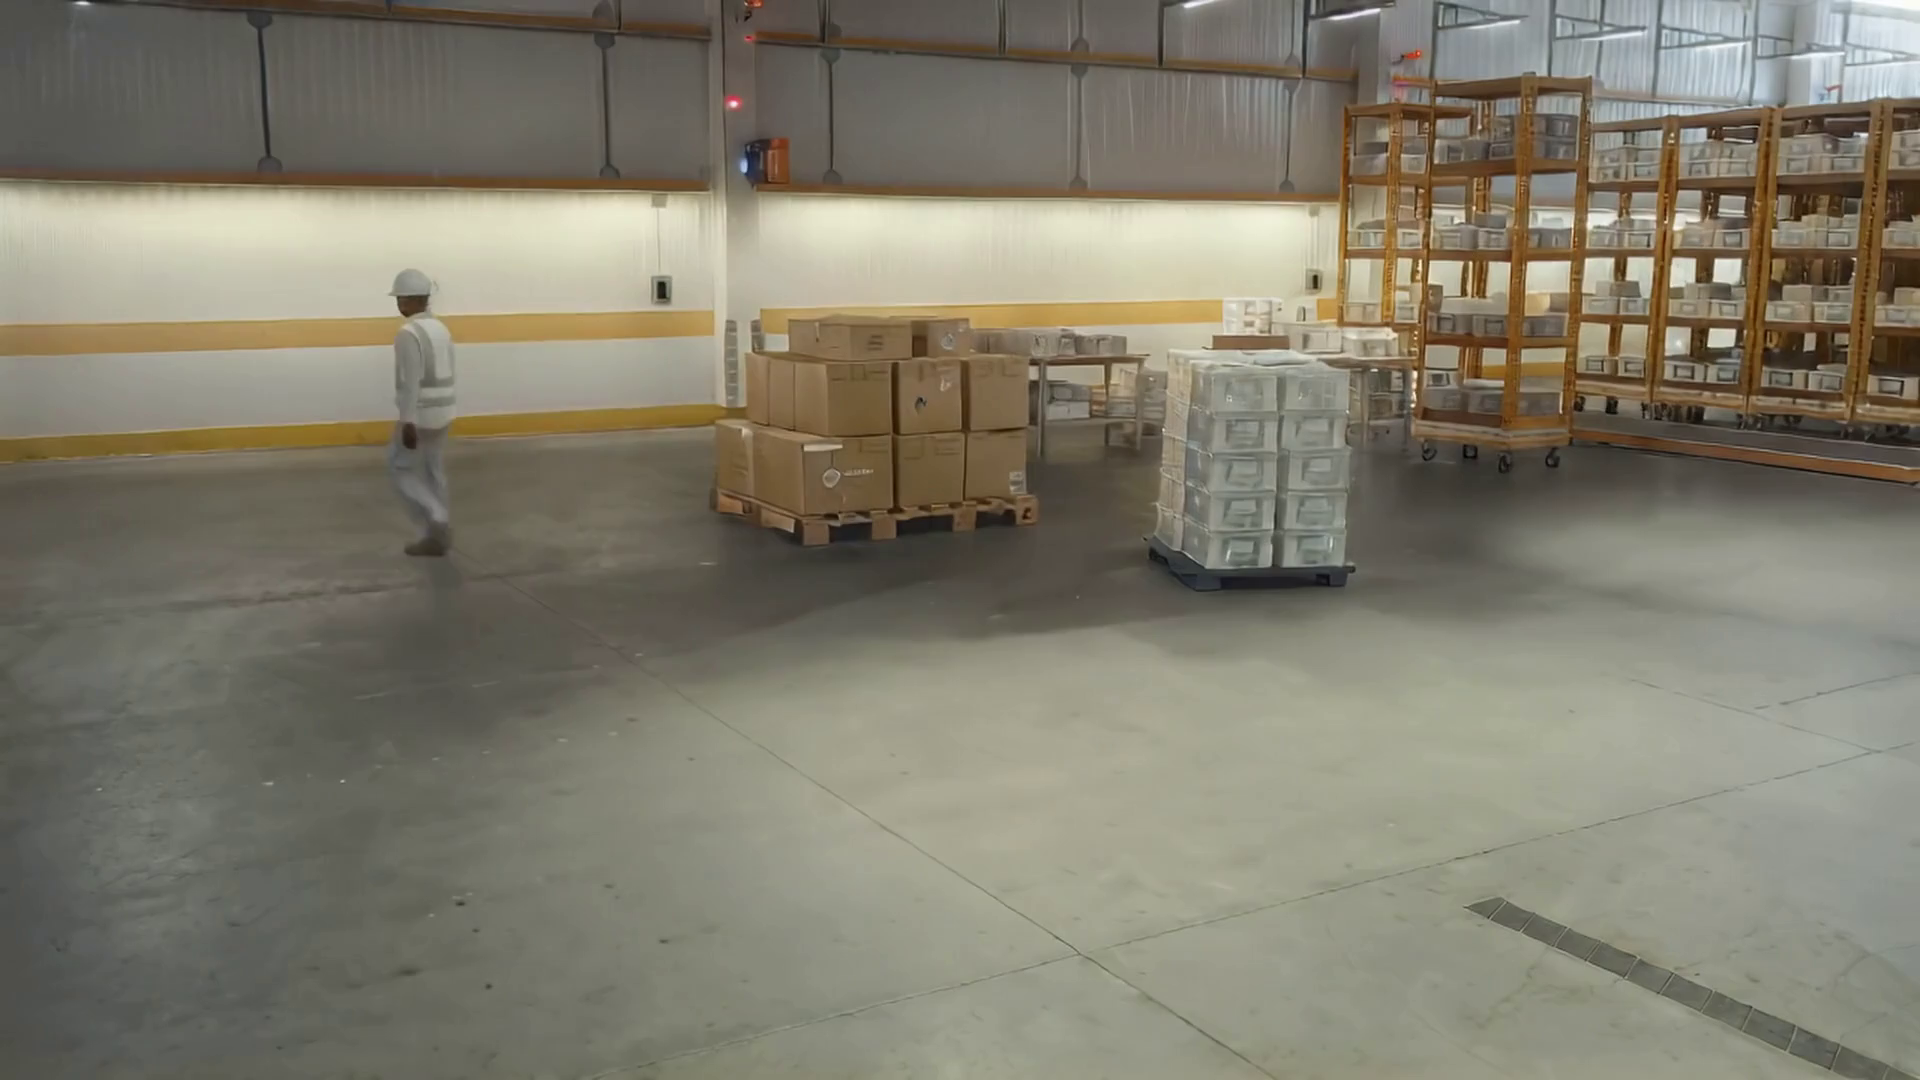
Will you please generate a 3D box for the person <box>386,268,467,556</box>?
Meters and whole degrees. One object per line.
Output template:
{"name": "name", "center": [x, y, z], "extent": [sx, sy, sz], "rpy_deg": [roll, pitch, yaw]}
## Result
{"name": "person", "center": [-3.578, -0.829, 11.049], "extent": [0.436, 1.927, 0.634], "rpy_deg": [1, 10, 8]}
